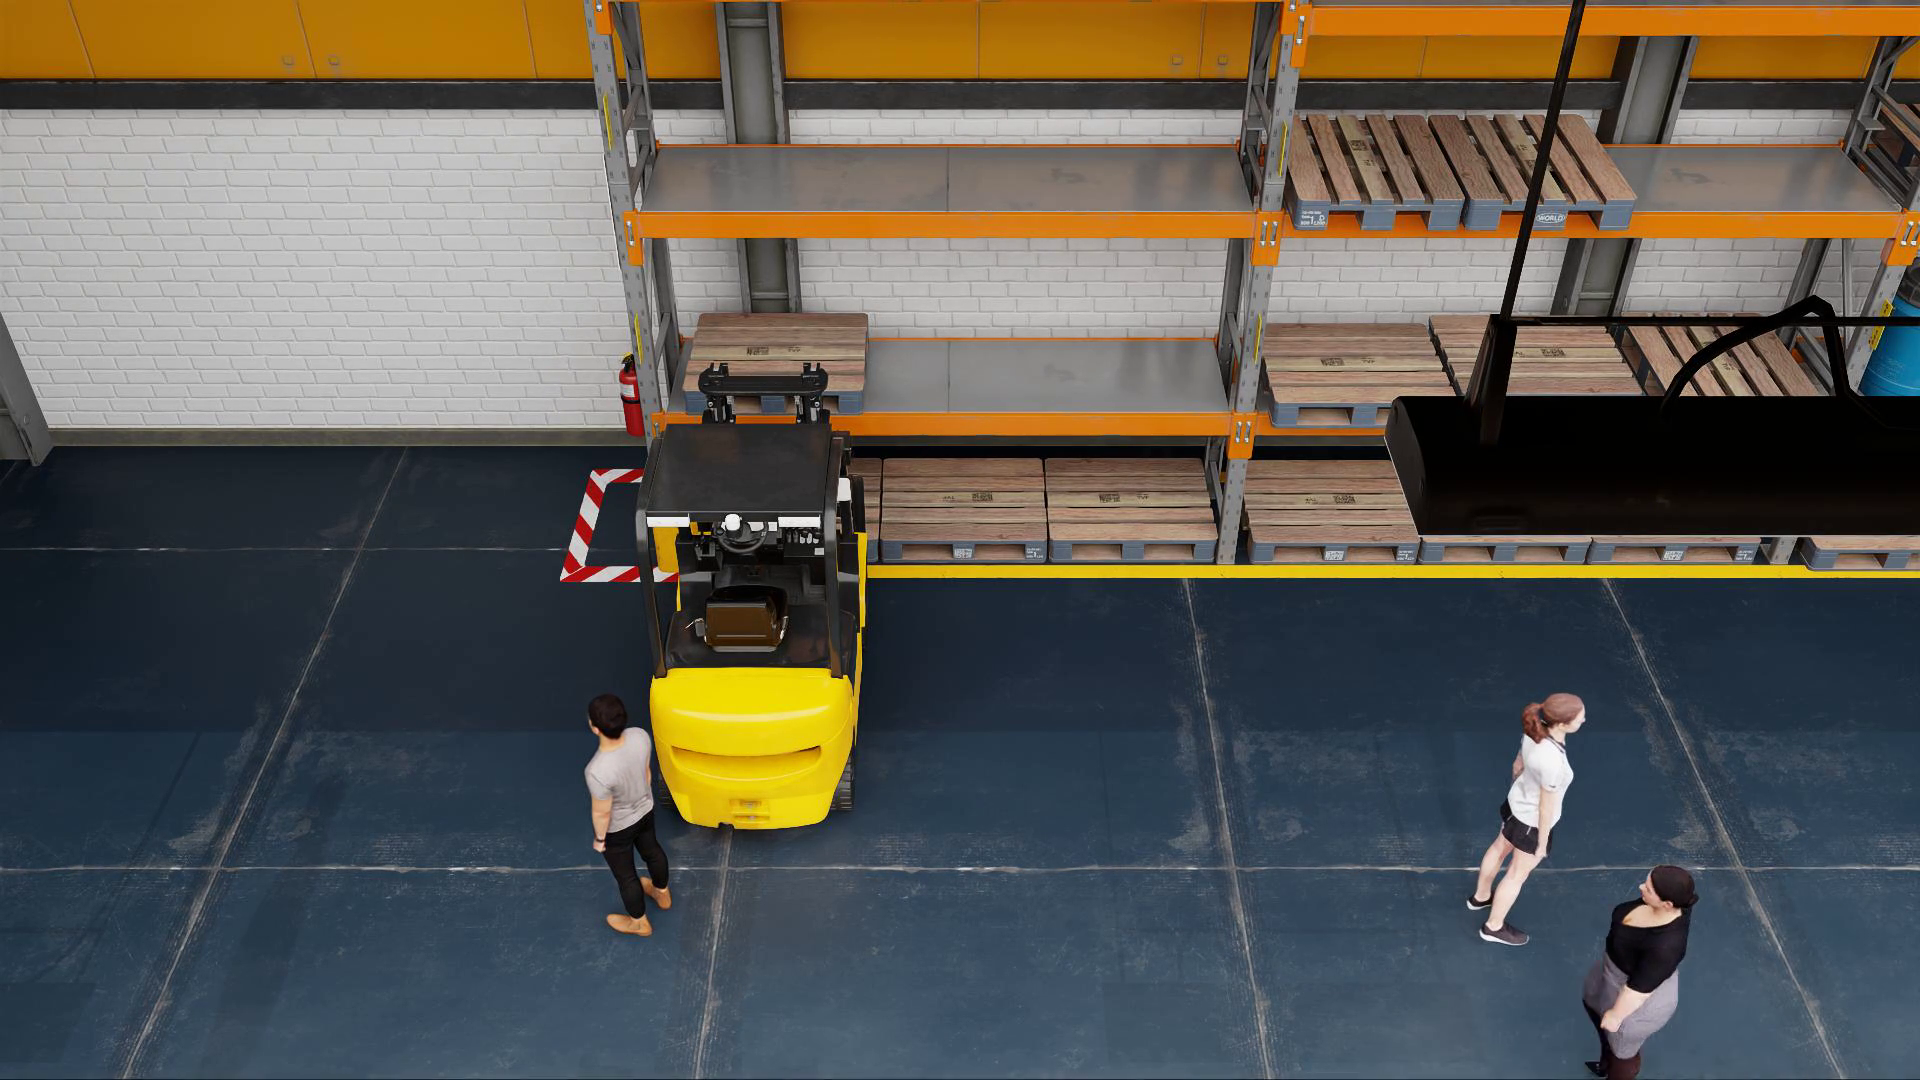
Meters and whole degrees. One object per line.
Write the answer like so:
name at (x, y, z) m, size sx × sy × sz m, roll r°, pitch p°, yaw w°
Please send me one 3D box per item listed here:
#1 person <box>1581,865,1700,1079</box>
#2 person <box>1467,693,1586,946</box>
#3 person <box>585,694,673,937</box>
person at (3.379, 2.210, 8.074) m, size 0.739 × 1.742 × 0.747 m, roll 13°, pitch 40°, yaw 16°
person at (3.062, 1.483, 8.978) m, size 0.532 × 1.750 × 0.577 m, roll -2°, pitch 39°, yaw -2°
person at (-1.812, 1.480, 9.002) m, size 0.696 × 1.724 × 0.686 m, roll 21°, pitch 43°, yaw 24°
